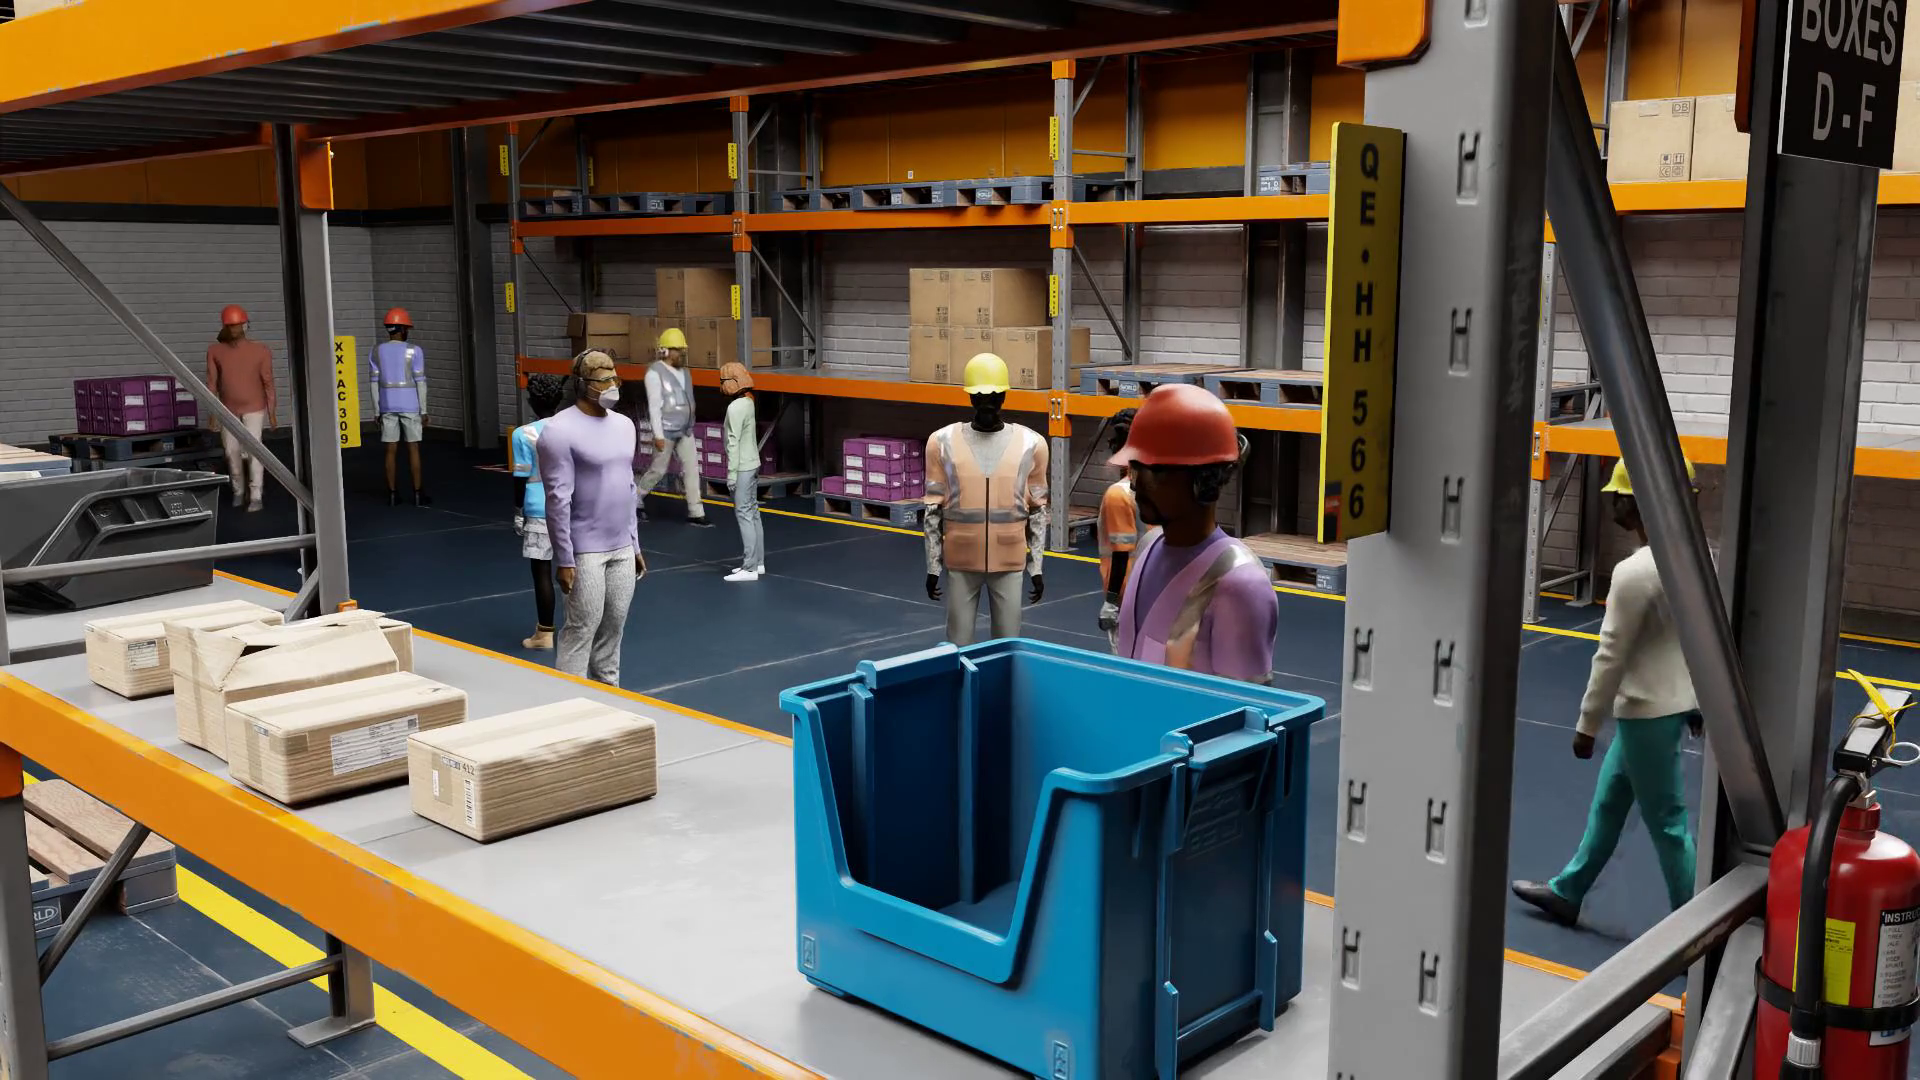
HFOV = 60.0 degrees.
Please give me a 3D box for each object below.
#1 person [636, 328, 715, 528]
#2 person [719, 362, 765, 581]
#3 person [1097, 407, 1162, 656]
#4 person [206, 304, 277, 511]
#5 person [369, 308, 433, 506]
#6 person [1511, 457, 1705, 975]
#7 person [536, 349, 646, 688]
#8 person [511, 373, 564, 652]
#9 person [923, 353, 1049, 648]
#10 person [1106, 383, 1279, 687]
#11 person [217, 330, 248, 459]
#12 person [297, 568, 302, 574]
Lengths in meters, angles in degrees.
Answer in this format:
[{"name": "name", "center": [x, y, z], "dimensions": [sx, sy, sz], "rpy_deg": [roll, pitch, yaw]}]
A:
[{"name": "person", "center": [-2.638, -1.013, 14.976], "dimensions": [0.876, 1.804, 0.595], "rpy_deg": [6, 11, 31]}, {"name": "person", "center": [-1.640, -0.510, 12.419], "dimensions": [0.289, 1.626, 0.498], "rpy_deg": [1, 9, 5]}, {"name": "person", "center": [0.792, 0.248, 7.537], "dimensions": [0.321, 1.697, 0.530], "rpy_deg": [6, 11, 31]}, {"name": "person", "center": [-6.936, -1.274, 16.068], "dimensions": [0.631, 2.007, 0.530], "rpy_deg": [-1, 9, -7]}, {"name": "person", "center": [-5.461, -1.288, 16.242], "dimensions": [0.543, 1.932, 0.376], "rpy_deg": [0, 9, 2]}, {"name": "person", "center": [2.187, 0.544, 5.574], "dimensions": [0.834, 1.730, 0.553], "rpy_deg": [8, 13, 42]}, {"name": "person", "center": [-1.736, 0.056, 7.980], "dimensions": [0.372, 1.940, 0.631], "rpy_deg": [4, 10, 25]}, {"name": "person", "center": [-2.486, -0.171, 10.141], "dimensions": [0.322, 1.690, 0.533], "rpy_deg": [8, 12, 40]}, {"name": "person", "center": [0.122, 0.091, 7.803], "dimensions": [0.587, 1.928, 0.363], "rpy_deg": [0, 9, -3]}, {"name": "person", "center": [0.524, 0.639, 4.080], "dimensions": [0.368, 2.046, 0.608], "rpy_deg": [-3, 10, -20]}, {"name": "person", "center": [-8.872, -1.801, 20.297], "dimensions": [0.499, 1.633, 0.281], "rpy_deg": [4, 10, 21]}, {"name": "person", "center": [-4.908, -0.706, 12.716], "dimensions": [0.385, 1.918, 0.596], "rpy_deg": [-2, 10, -14]}]
